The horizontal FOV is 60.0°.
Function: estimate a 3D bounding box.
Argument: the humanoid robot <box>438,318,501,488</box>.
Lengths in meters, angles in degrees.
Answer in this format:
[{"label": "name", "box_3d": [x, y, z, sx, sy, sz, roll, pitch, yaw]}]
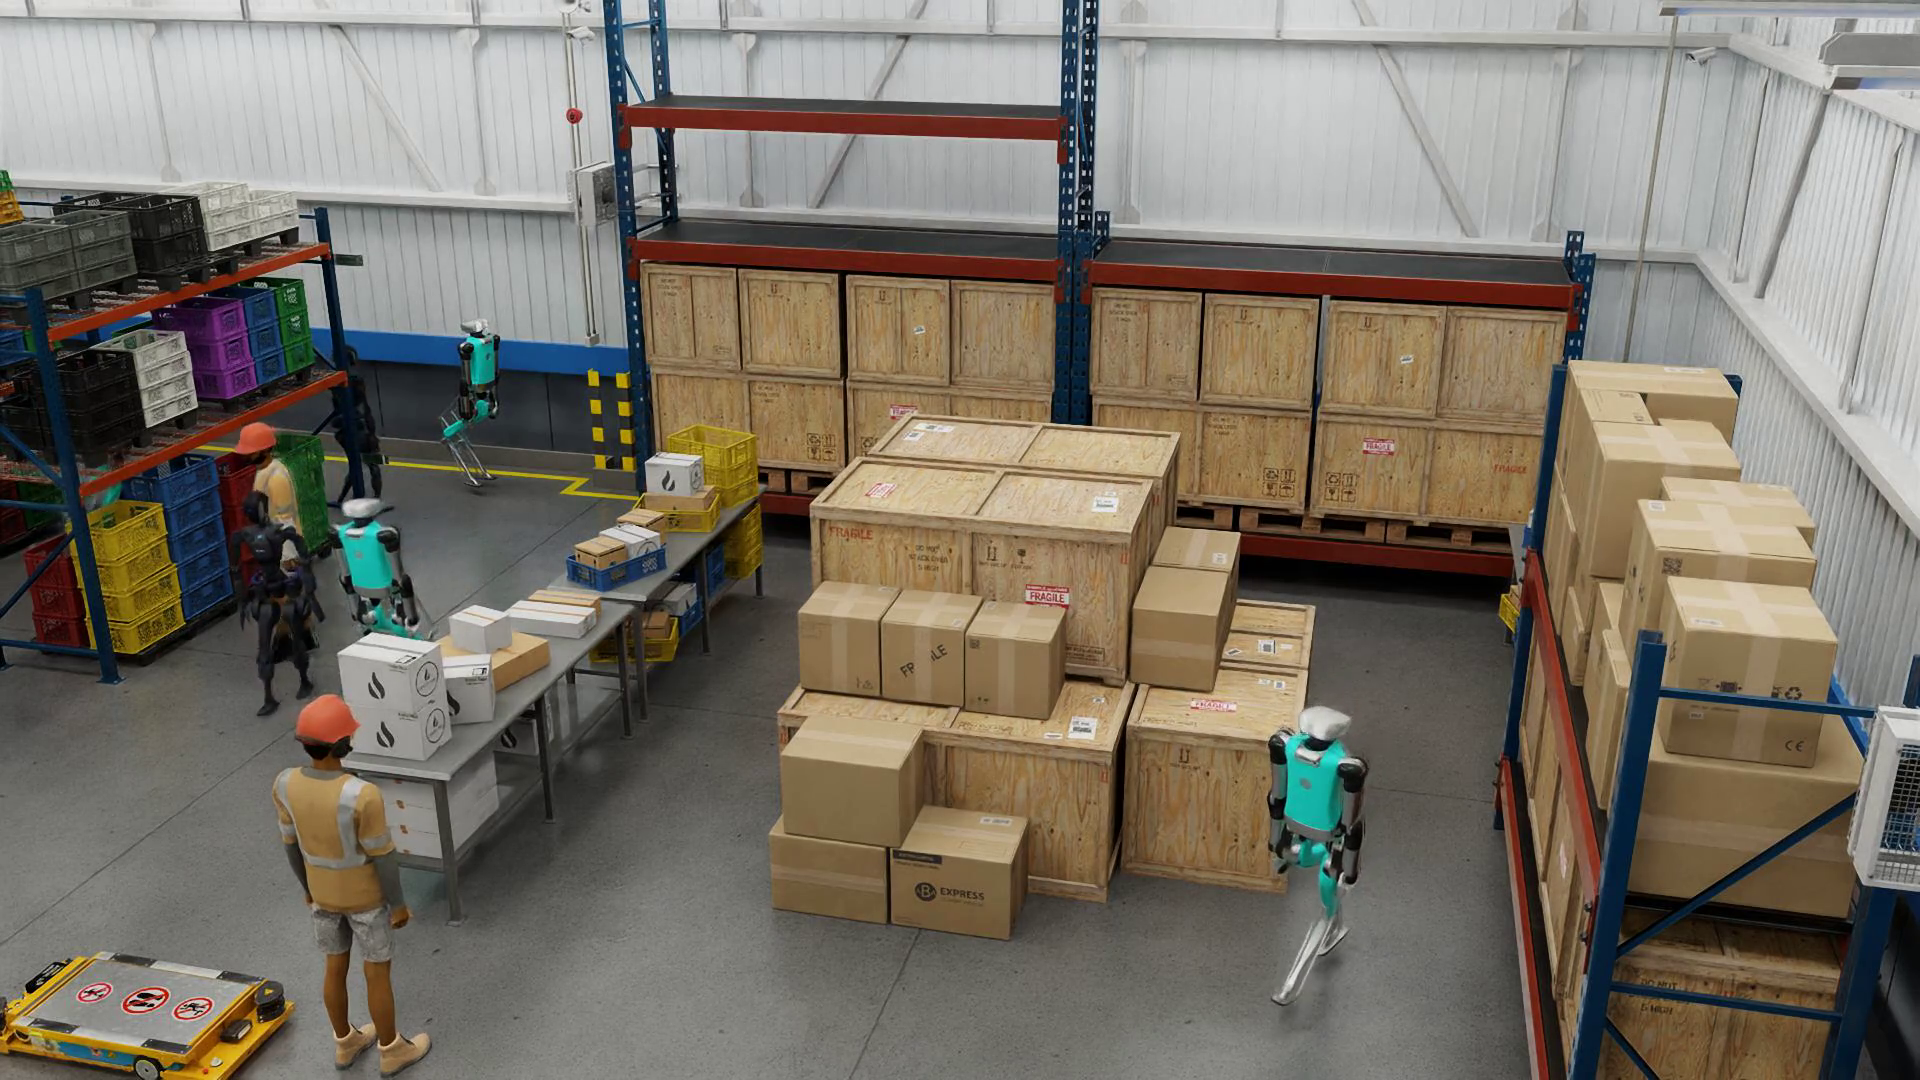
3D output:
[{"label": "humanoid robot", "box_3d": [-4.877, -1.355, 16.412, 0.720, 1.717, 0.532, 9, 23, 22]}]

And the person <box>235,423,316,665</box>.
[{"label": "person", "box_3d": [-5.292, 0.014, 12.706, 0.518, 1.920, 0.618, -10, 23, -25]}]

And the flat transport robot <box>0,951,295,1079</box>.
[{"label": "flat transport robot", "box_3d": [-4.270, 2.464, 8.601, 1.431, 0.231, 0.659, 5, 22, 13]}]

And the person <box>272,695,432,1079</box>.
[{"label": "person", "box_3d": [-2.973, 1.698, 8.122, 0.607, 2.045, 0.366, 6, 22, 16]}]

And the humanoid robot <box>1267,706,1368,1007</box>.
[{"label": "humanoid robot", "box_3d": [1.978, 1.607, 8.840, 0.537, 1.745, 1.053, 17, 27, 37]}]

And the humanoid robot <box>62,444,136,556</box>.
[{"label": "humanoid robot", "box_3d": [-7.644, -0.567, 14.502, 0.541, 1.783, 0.932, 11, 24, 27]}]

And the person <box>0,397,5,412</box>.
[{"label": "person", "box_3d": [-10.518, -1.890, 17.799, 0.565, 1.836, 0.384, -6, 22, -16]}]

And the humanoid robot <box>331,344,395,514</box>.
[{"label": "humanoid robot", "box_3d": [-5.807, -1.054, 15.855, 0.599, 1.643, 0.423, 14, 25, 33]}]

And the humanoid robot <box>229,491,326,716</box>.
[{"label": "humanoid robot", "box_3d": [-4.893, 0.451, 11.932, 0.610, 1.640, 0.659, -2, 21, -5]}]

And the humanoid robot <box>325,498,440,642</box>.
[{"label": "humanoid robot", "box_3d": [-3.977, 0.432, 11.888, 0.561, 1.762, 0.937, 5, 22, 14]}]
